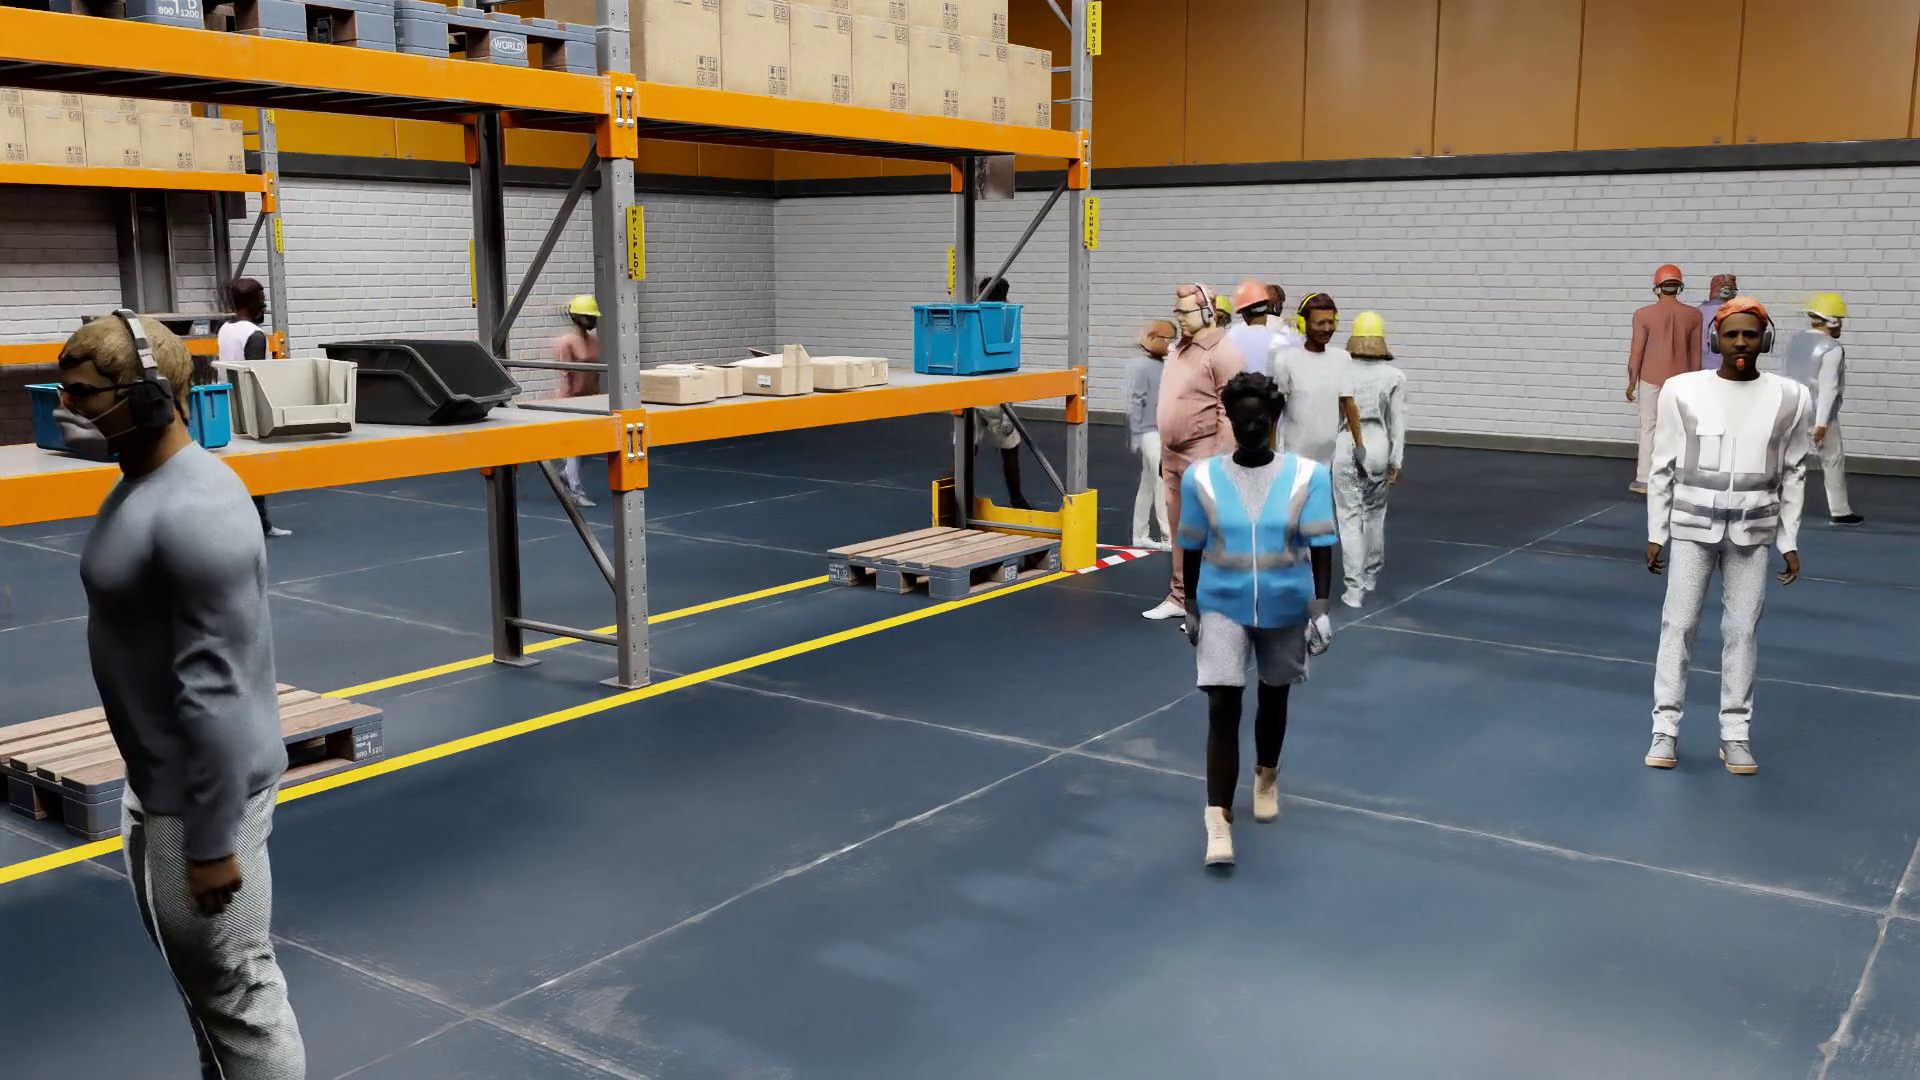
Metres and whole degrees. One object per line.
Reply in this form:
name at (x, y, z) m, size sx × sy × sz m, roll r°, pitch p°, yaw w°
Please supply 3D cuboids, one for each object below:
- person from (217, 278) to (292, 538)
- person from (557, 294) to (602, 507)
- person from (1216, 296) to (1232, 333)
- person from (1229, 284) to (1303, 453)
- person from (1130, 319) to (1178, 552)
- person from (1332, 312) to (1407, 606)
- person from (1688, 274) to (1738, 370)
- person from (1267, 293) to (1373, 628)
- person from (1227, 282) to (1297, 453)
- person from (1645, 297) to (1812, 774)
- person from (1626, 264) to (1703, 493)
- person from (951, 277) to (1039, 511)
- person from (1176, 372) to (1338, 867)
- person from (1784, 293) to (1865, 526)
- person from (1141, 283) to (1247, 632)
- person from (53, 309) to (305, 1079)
person at (-5.121, -0.923, 11.957) m, size 0.591 × 1.904 × 0.461 m, roll 9°, pitch 13°, yaw 43°
person at (-3.125, -1.137, 13.681) m, size 0.440 × 1.754 × 0.535 m, roll 4°, pitch 10°, yaw 23°
person at (2.227, -1.242, 14.388) m, size 0.519 × 1.731 × 0.893 m, roll 4°, pitch 10°, yaw 22°
person at (2.395, -1.067, 12.987) m, size 0.629 × 1.842 × 0.429 m, roll 6°, pitch 11°, yaw 33°
person at (1.457, -0.711, 11.522) m, size 0.647 × 1.613 × 0.515 m, roll 6°, pitch 11°, yaw 33°
person at (2.382, -0.495, 9.972) m, size 0.495 × 1.714 × 0.783 m, roll 0°, pitch 10°, yaw 2°
person at (6.860, -1.455, 15.108) m, size 0.401 × 1.904 × 0.651 m, roll -1°, pitch 10°, yaw -8°
person at (2.022, -0.439, 9.263) m, size 0.521 × 1.843 × 0.665 m, roll -5°, pitch 11°, yaw -28°
person at (2.037, -0.818, 11.418) m, size 0.567 × 1.876 × 0.946 m, roll 6°, pitch 11°, yaw 32°
person at (3.018, -0.013, 6.585) m, size 0.572 × 1.883 × 0.353 m, roll 3°, pitch 10°, yaw 18°
person at (6.130, -1.399, 14.513) m, size 0.623 × 1.989 × 0.401 m, roll 1°, pitch 10°, yaw 4°
person at (0.217, -1.059, 12.738) m, size 0.619 × 1.918 × 0.988 m, roll 8°, pitch 13°, yaw 40°
person at (1.010, 0.248, 5.720) m, size 0.541 × 1.647 × 0.865 m, roll 1°, pitch 10°, yaw 9°
person at (6.453, -0.986, 12.679) m, size 0.927 × 1.793 × 0.597 m, roll -2°, pitch 10°, yaw -10°
person at (1.280, -0.455, 9.159) m, size 0.410 × 1.905 × 0.641 m, roll -5°, pitch 11°, yaw -26°
person at (-1.542, 0.511, 3.327) m, size 0.365 × 1.932 × 0.628 m, roll -7°, pitch 12°, yaw -35°
